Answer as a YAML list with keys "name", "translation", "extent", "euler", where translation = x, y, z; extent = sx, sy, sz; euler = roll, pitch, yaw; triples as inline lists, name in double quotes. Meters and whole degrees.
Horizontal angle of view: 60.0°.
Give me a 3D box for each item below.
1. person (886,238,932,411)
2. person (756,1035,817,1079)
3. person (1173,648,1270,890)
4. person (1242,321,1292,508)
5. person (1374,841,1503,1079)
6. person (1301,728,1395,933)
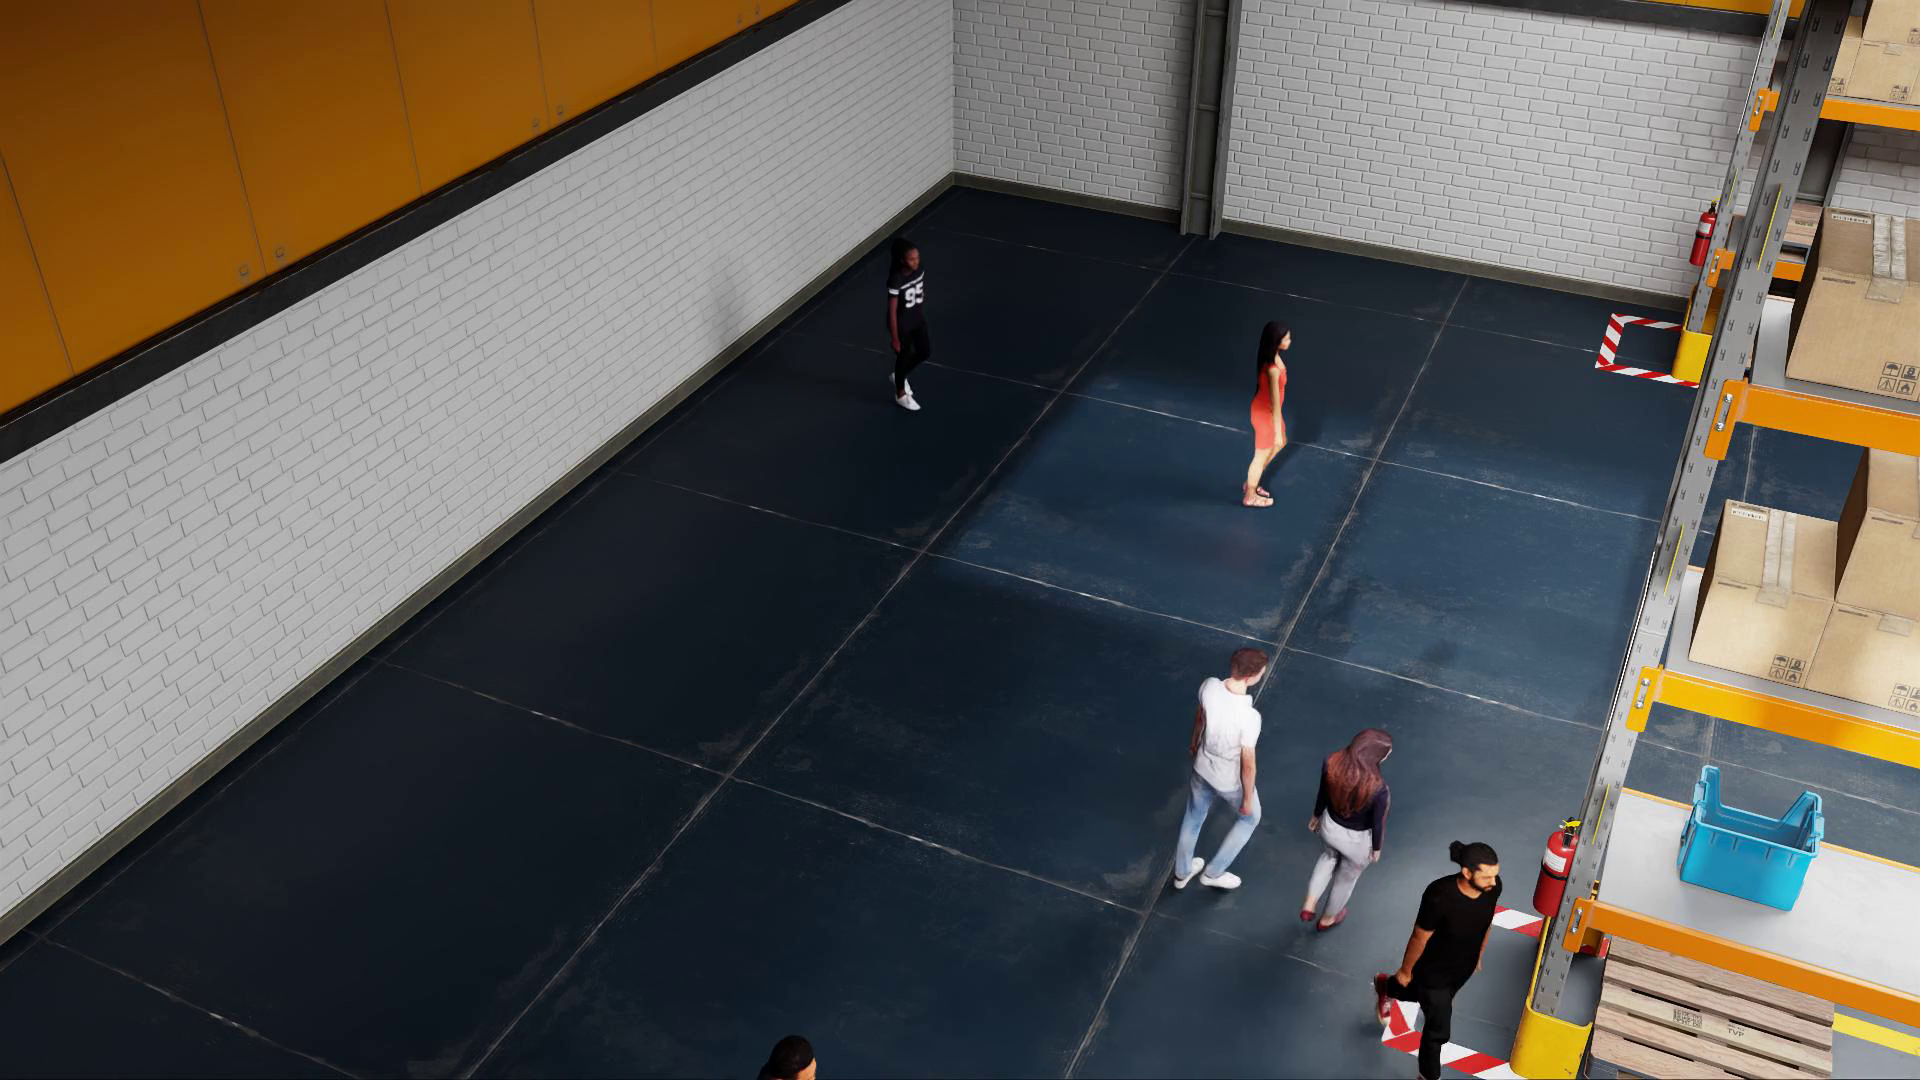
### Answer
- name: "person"
  translation: [-0.564, -1.979, 15.091]
  extent: [0.794, 1.713, 0.724]
  euler: [22, 39, 29]
- name: "person"
  translation: [-0.968, 2.908, 7.733]
  extent: [1.183, 1.718, 0.851]
  euler: [10, 35, 15]
- name: "person"
  translation: [1.496, 1.430, 9.852]
  extent: [0.936, 1.836, 0.786]
  euler: [-29, 43, -36]
- name: "person"
  translation: [2.430, -1.006, 13.634]
  extent: [0.717, 1.706, 0.702]
  euler: [0, 34, 0]
- name: "person"
  translation: [2.506, 2.184, 8.820]
  extent: [1.046, 1.723, 1.184]
  euler: [-16, 37, -22]
- name: "person"
  translation: [2.203, 1.736, 9.610]
  extent: [0.692, 1.594, 0.778]
  euler: [27, 42, 35]
